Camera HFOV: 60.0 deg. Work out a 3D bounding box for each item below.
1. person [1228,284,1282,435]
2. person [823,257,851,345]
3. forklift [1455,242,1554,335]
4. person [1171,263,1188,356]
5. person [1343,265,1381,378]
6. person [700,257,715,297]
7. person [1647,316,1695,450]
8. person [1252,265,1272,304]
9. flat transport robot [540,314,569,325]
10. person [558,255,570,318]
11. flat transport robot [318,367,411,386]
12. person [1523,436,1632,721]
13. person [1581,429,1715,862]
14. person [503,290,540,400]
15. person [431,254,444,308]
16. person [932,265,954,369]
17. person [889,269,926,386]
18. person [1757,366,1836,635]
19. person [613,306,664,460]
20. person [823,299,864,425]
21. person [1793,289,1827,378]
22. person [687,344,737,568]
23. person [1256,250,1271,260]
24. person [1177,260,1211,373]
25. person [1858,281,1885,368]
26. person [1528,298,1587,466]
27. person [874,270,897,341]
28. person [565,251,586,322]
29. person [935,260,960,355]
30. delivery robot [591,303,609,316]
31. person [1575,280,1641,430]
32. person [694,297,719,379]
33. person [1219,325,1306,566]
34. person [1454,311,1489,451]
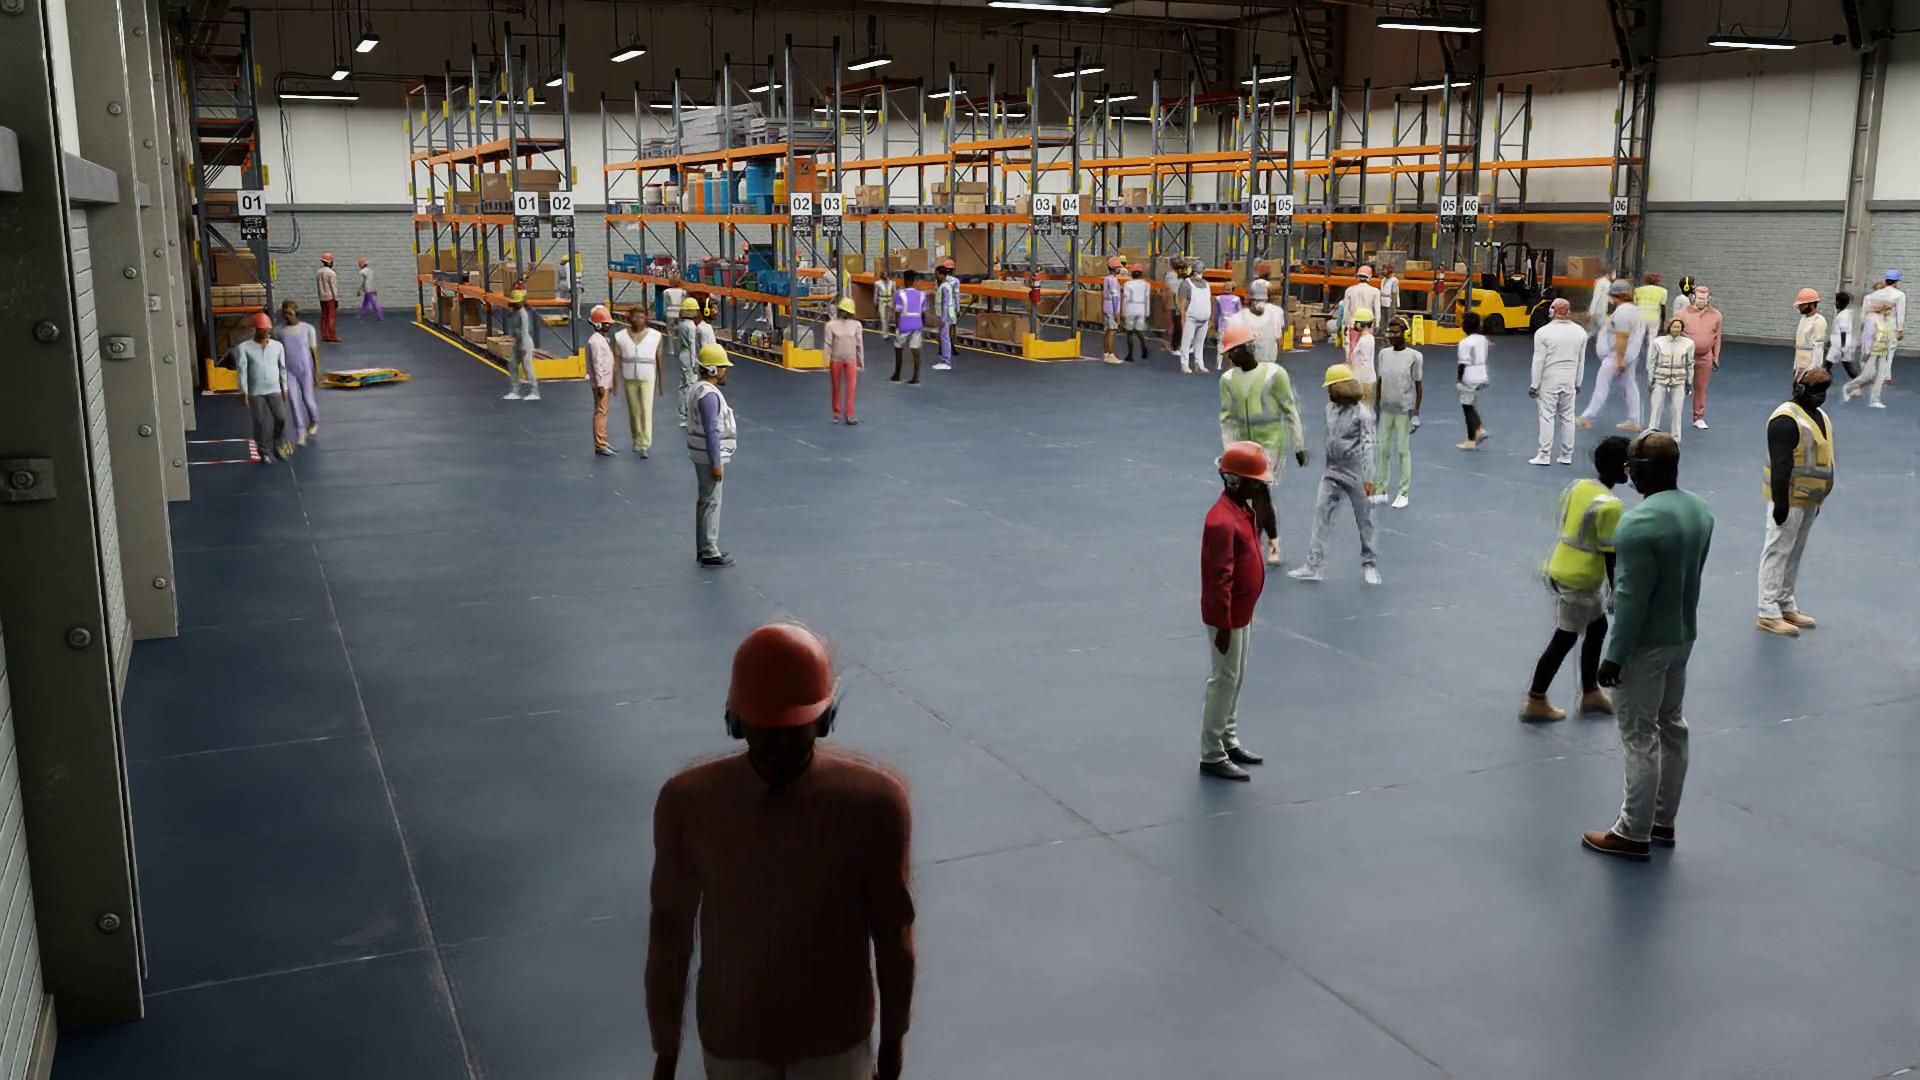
[{"bbox_3d":[3.724,-2.252,20.977,0.698,2.000,1.043,0,11,-2],"label":"person"},{"bbox_3d":[-2.700,-5.225,36.426,0.643,1.910,0.399,-3,12,-16],"label":"person"},{"bbox_3d":[13.047,-6.049,39.881,2.313,2.155,1.214,-5,12,-23],"label":"forklift"},{"bbox_3d":[4.466,-4.657,33.649,0.527,1.856,0.420,-10,15,-42],"label":"person"},{"bbox_3d":[6.787,-3.628,28.086,0.619,1.992,0.396,5,12,24],"label":"person"},{"bbox_3d":[-6.900,-6.860,45.310,0.579,1.686,0.895,-3,11,-14],"label":"person"},{"bbox_3d":[8.668,-1.911,20.297,0.519,1.633,0.314,4,12,19],"label":"person"},{"bbox_3d":[5.890,-4.380,32.251,0.681,1.861,0.684,-5,12,-24],"label":"person"},{"bbox_3d":[-10.527,-5.726,43.141,0.652,0.197,1.431,-3,12,-16],"label":"flat transport robot"},{"bbox_3d":[-10.784,-6.927,45.550,0.494,1.726,0.431,6,12,27],"label":"person"},{"bbox_3d":[-10.040,-2.755,28.042,0.652,0.197,1.431,6,12,26],"label":"flat transport robot"},{"bbox_3d":[3.543,0.232,9.324,0.711,1.649,0.537,1,11,5],"label":"person"},{"bbox_3d":[3.071,0.470,7.421,0.627,1.934,0.371,-9,14,-38],"label":"person"},{"bbox_3d":[-6.748,-2.974,25.481,0.648,1.697,0.511,-9,14,-37],"label":"person"},{"bbox_3d":[-14.853,-7.291,47.283,0.528,1.767,0.329,7,13,32],"label":"person"},{"bbox_3d":[-0.302,-4.113,30.745,0.391,1.919,0.593,-1,11,-7],"label":"person"},{"bbox_3d":[-0.906,-3.556,27.883,0.627,1.927,0.869,-6,13,-28],"label":"person"},{"bbox_3d":[5.776,-0.279,11.470,0.624,1.841,0.430,-10,15,-41],"label":"person"},{"bbox_3d":[-3.826,-1.894,19.804,0.584,1.795,0.972,-1,11,-3],"label":"person"},{"bbox_3d":[-1.575,-2.411,22.609,0.590,1.706,0.840,-3,11,-14],"label":"person"},{"bbox_3d":[10.757,-2.231,21.180,0.392,1.923,0.553,1,11,3],"label":"person"},{"bbox_3d":[-2.021,-0.686,13.585,0.404,1.824,0.585,-3,11,-13],"label":"person"},{"bbox_3d":[9.017,-7.756,49.526,0.627,1.812,0.878,-2,11,-12],"label":"person"},{"bbox_3d":[4.282,-4.028,30.002,0.672,2.000,0.536,-6,13,-30],"label":"person"},{"bbox_3d":[16.865,-3.949,30.672,0.531,1.604,0.791,9,14,37],"label":"person"},{"bbox_3d":[6.799,-1.799,19.013,0.642,1.909,0.399,-2,11,-11],"label":"person"},{"bbox_3d":[-1.658,-5.310,37.644,0.529,1.591,0.852,-4,12,-19],"label":"person"},{"bbox_3d":[-10.171,-6.703,44.004,0.355,1.882,0.575,6,12,27],"label":"person"},{"bbox_3d":[-0.228,-4.717,33.798,0.546,1.928,0.384,6,12,26],"label":"person"},{"bbox_3d":[-9.342,-5.924,43.186,0.477,0.478,0.707,0,11,1],"label":"delivery robot"},{"bbox_3d":[8.665,-2.481,22.140,0.967,2.000,0.696,8,14,36],"label":"person"},{"bbox_3d":[-3.077,-2.027,20.308,0.328,1.861,0.500,-1,11,-6],"label":"person"},{"bbox_3d":[2.374,-0.738,13.455,0.838,1.975,0.694,-10,15,-41],"label":"person"},{"bbox_3d":[6.212,-1.931,20.232,0.560,1.686,0.388,-10,15,-43],"label":"person"}]
